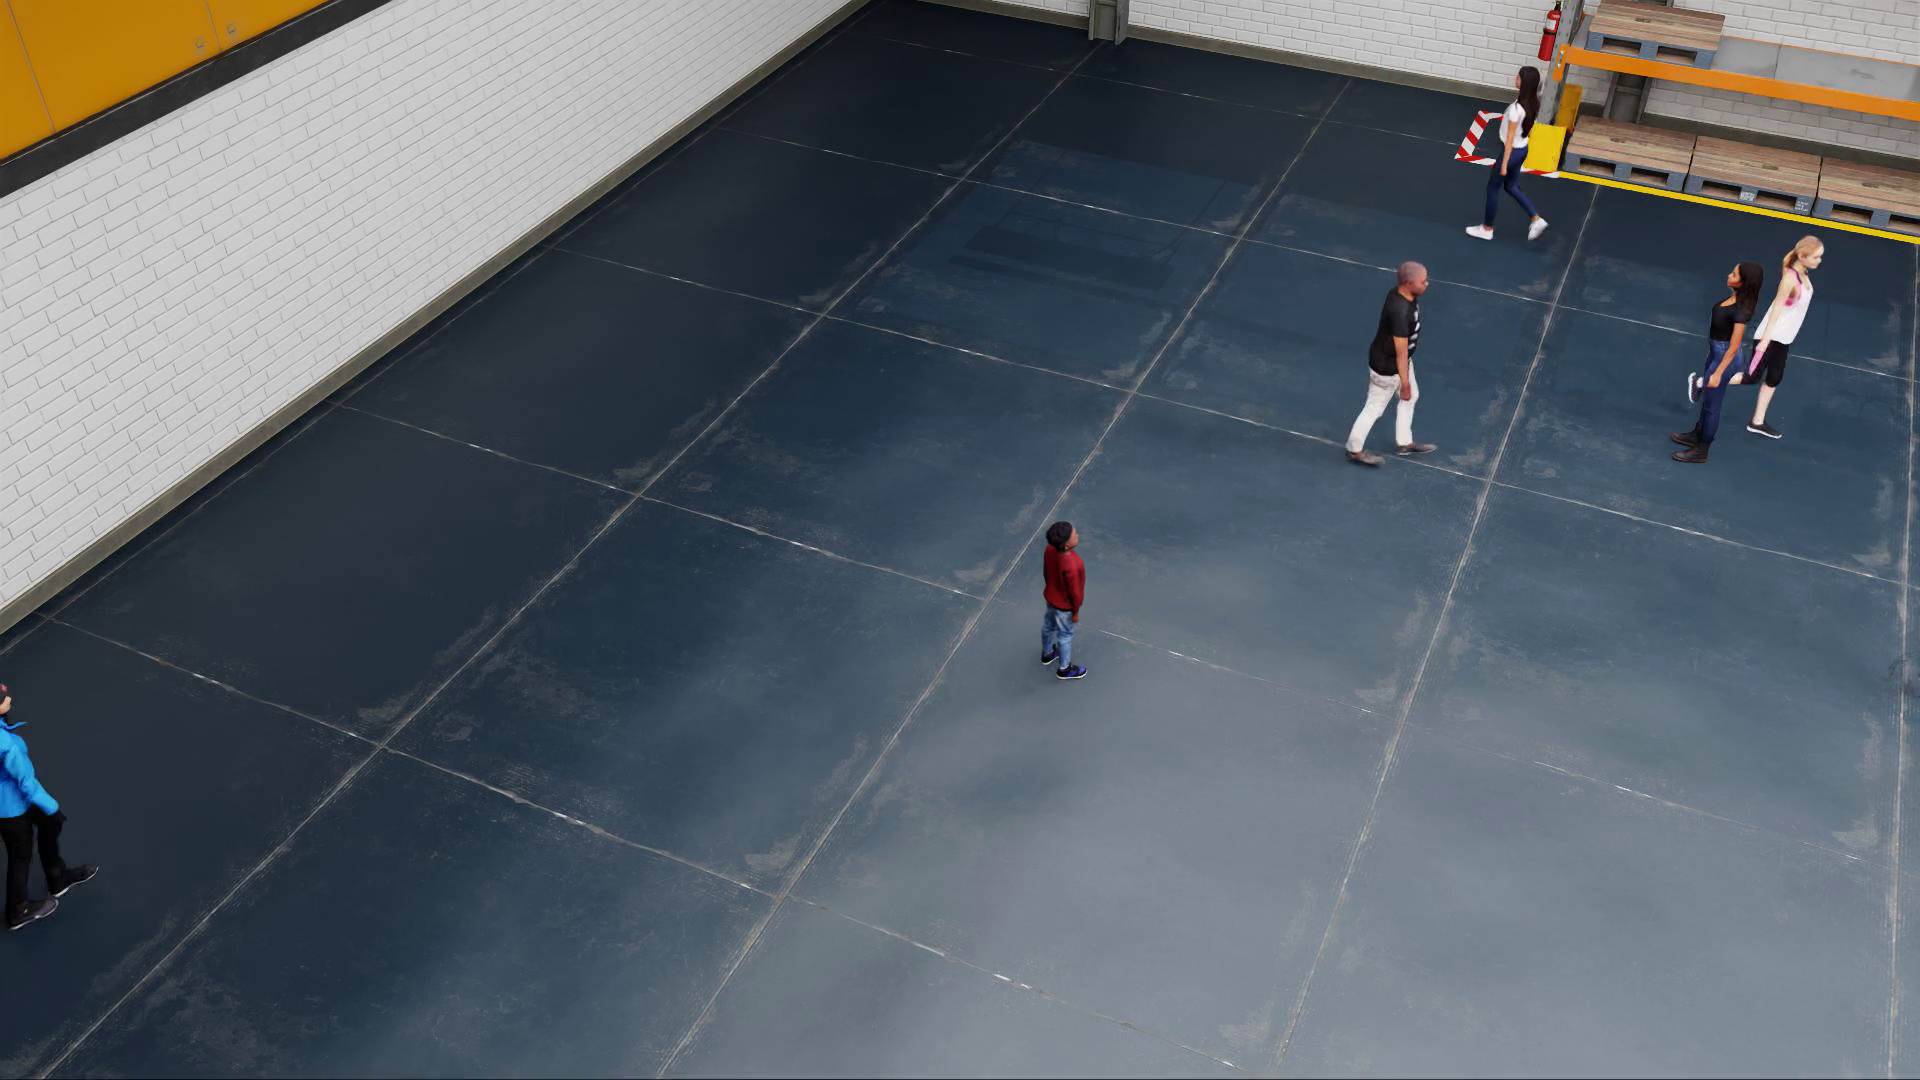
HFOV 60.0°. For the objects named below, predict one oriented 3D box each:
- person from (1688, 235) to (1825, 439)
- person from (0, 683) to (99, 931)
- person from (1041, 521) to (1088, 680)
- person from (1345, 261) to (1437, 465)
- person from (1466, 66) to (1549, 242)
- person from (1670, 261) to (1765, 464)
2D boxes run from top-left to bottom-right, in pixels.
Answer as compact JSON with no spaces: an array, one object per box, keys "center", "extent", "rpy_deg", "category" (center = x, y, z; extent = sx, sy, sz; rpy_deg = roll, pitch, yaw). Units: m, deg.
[{"center":[6.358,-1.640,13.193],"extent":[1.092,1.768,0.773],"rpy_deg":[27,46,29],"category":"person"},{"center":[-5.361,1.503,9.260],"extent":[0.827,1.762,0.841],"rpy_deg":[26,45,29],"category":"person"},{"center":[0.672,0.383,11.068],"extent":[0.647,1.256,0.567],"rpy_deg":[-20,43,-23],"category":"person"},{"center":[3.225,-1.352,12.818],"extent":[1.003,1.784,0.814],"rpy_deg":[9,39,11],"category":"person"},{"center":[5.276,-3.580,15.631],"extent":[1.031,1.755,0.760],"rpy_deg":[27,46,29],"category":"person"},{"center":[5.909,-1.379,12.889],"extent":[0.552,1.739,0.582],"rpy_deg":[13,40,16],"category":"person"}]
